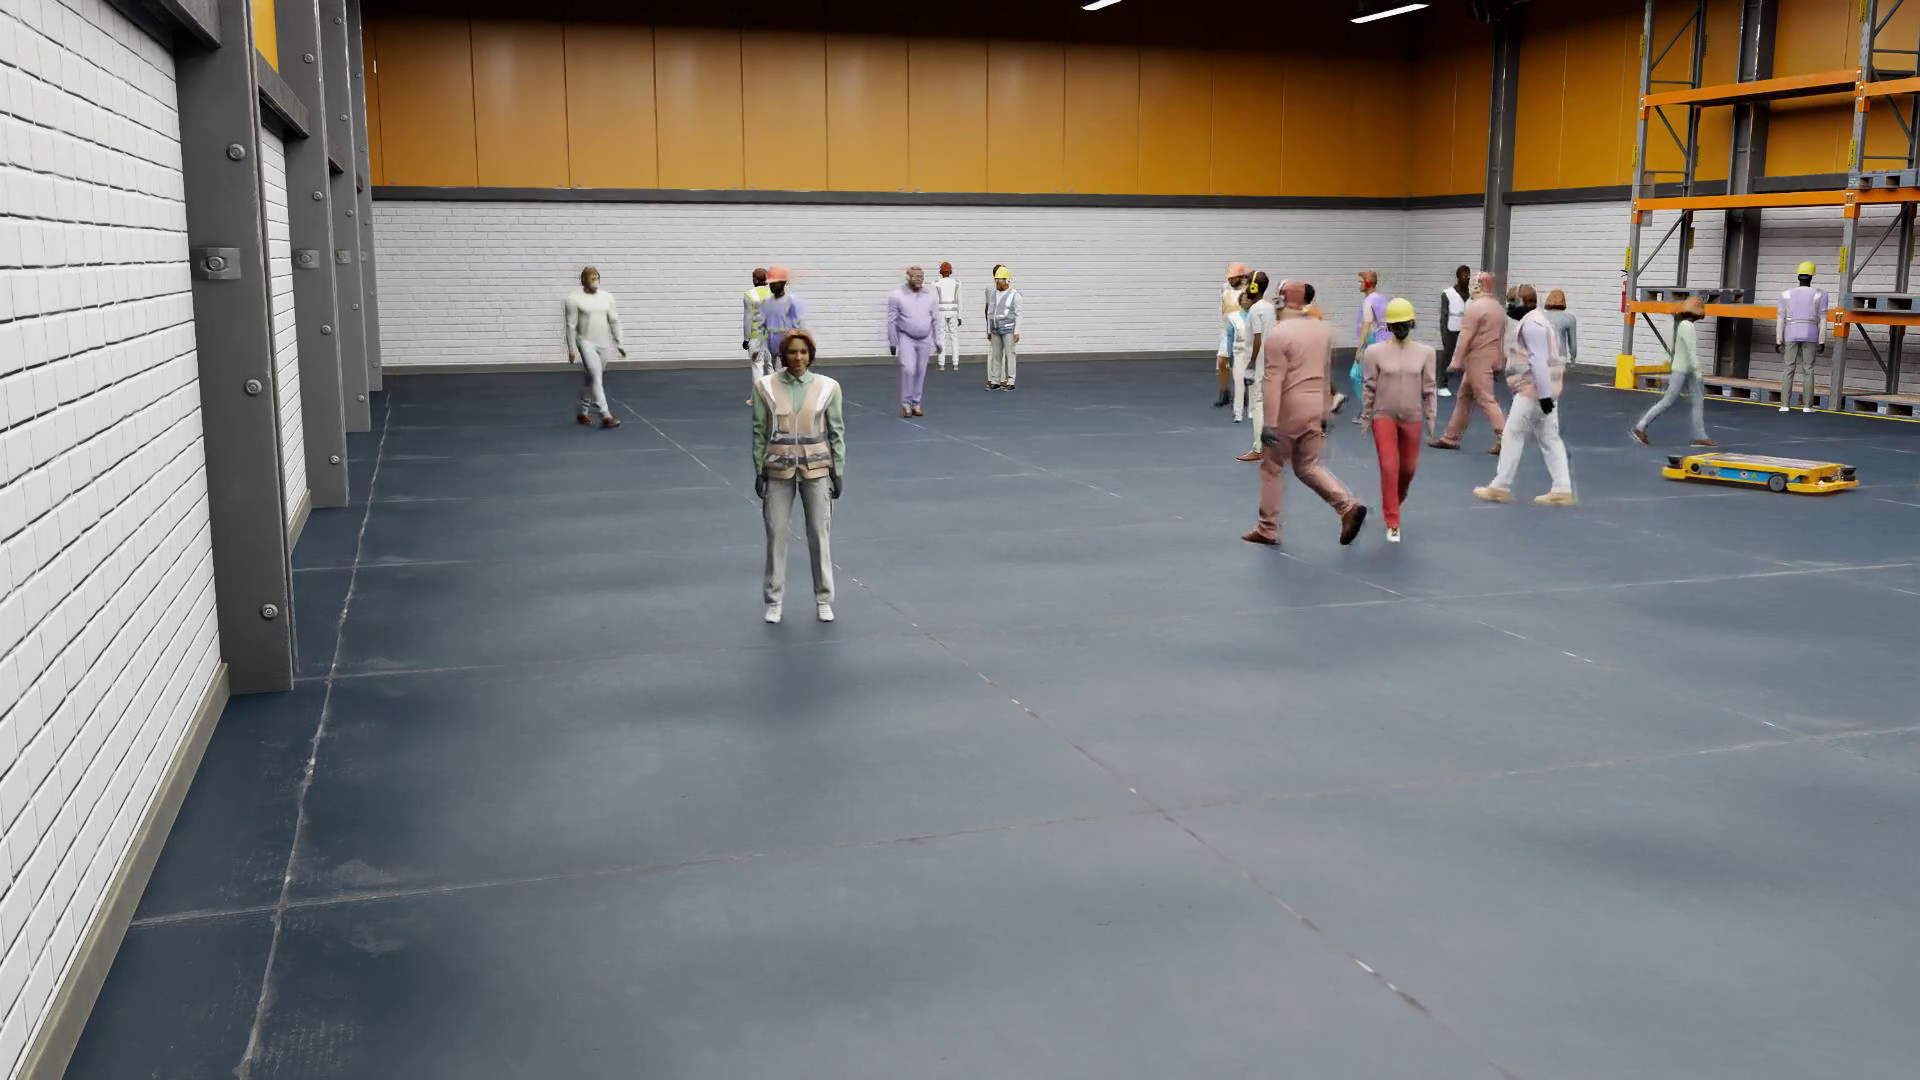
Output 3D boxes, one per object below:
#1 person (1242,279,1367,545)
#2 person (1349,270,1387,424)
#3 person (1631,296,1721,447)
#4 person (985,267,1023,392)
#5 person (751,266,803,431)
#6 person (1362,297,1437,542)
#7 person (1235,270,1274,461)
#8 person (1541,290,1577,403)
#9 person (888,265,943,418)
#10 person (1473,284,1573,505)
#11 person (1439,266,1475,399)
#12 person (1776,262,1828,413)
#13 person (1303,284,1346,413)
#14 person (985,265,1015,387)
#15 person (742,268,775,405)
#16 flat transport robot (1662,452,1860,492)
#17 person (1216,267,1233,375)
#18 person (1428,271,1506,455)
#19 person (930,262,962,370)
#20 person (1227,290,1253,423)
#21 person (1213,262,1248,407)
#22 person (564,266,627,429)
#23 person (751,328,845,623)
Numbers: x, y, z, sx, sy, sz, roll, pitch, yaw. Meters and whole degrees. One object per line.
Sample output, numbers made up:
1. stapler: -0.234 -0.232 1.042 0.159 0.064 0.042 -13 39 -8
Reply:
1. person: 2.377 -0.867 11.506 0.683 1.873 0.781 -9 13 -42
2. person: 4.815 -2.284 19.794 0.531 1.831 0.595 4 11 22
3. person: 7.612 -1.786 17.606 0.841 1.592 0.518 5 11 29
4. person: 0.634 -3.100 24.528 0.588 1.835 0.404 8 13 38
5. person: -2.133 -2.186 19.091 0.554 1.884 0.978 8 13 39
6. person: 3.154 -0.884 12.023 0.528 1.737 0.746 0 10 3
7. person: 2.911 -1.701 16.327 0.310 1.868 0.532 5 11 26
8. person: 7.019 -2.151 19.689 0.532 1.596 0.787 4 11 21
9. person: -0.530 -2.460 20.664 0.649 1.884 0.663 -4 11 -23
10. person: 4.630 -1.177 13.568 0.885 1.778 0.639 5 11 28
11. person: 7.004 -2.910 23.355 0.605 1.859 1.027 -2 10 -10
12. person: 10.726 -2.575 21.218 0.584 1.928 0.372 6 11 29
13. person: 4.516 -2.424 21.127 0.795 1.665 0.543 10 14 44
14. person: 0.596 -3.253 25.329 0.329 1.865 0.511 -9 13 -41
15. person: -2.658 -2.717 22.288 0.633 1.842 0.429 -9 13 -42
16. flat transport robot: 7.023 -0.607 14.615 0.652 0.197 1.431 -8 12 -37
17. person: 4.545 -3.709 27.996 0.350 1.863 0.515 6 12 33
18. person: 5.299 -1.806 16.990 0.978 1.863 0.643 7 12 34
19. person: -0.240 -3.896 28.998 0.575 1.882 0.360 -2 10 -13
20. person: 3.513 -2.249 20.289 0.522 1.599 0.849 2 10 12
21. person: 3.612 -2.689 21.930 0.546 1.916 0.655 9 13 41
22. person: -4.288 -2.257 19.508 1.021 1.885 0.647 9 13 43
23. person: -0.892 -0.349 9.195 0.511 1.634 0.312 -1 10 -5
